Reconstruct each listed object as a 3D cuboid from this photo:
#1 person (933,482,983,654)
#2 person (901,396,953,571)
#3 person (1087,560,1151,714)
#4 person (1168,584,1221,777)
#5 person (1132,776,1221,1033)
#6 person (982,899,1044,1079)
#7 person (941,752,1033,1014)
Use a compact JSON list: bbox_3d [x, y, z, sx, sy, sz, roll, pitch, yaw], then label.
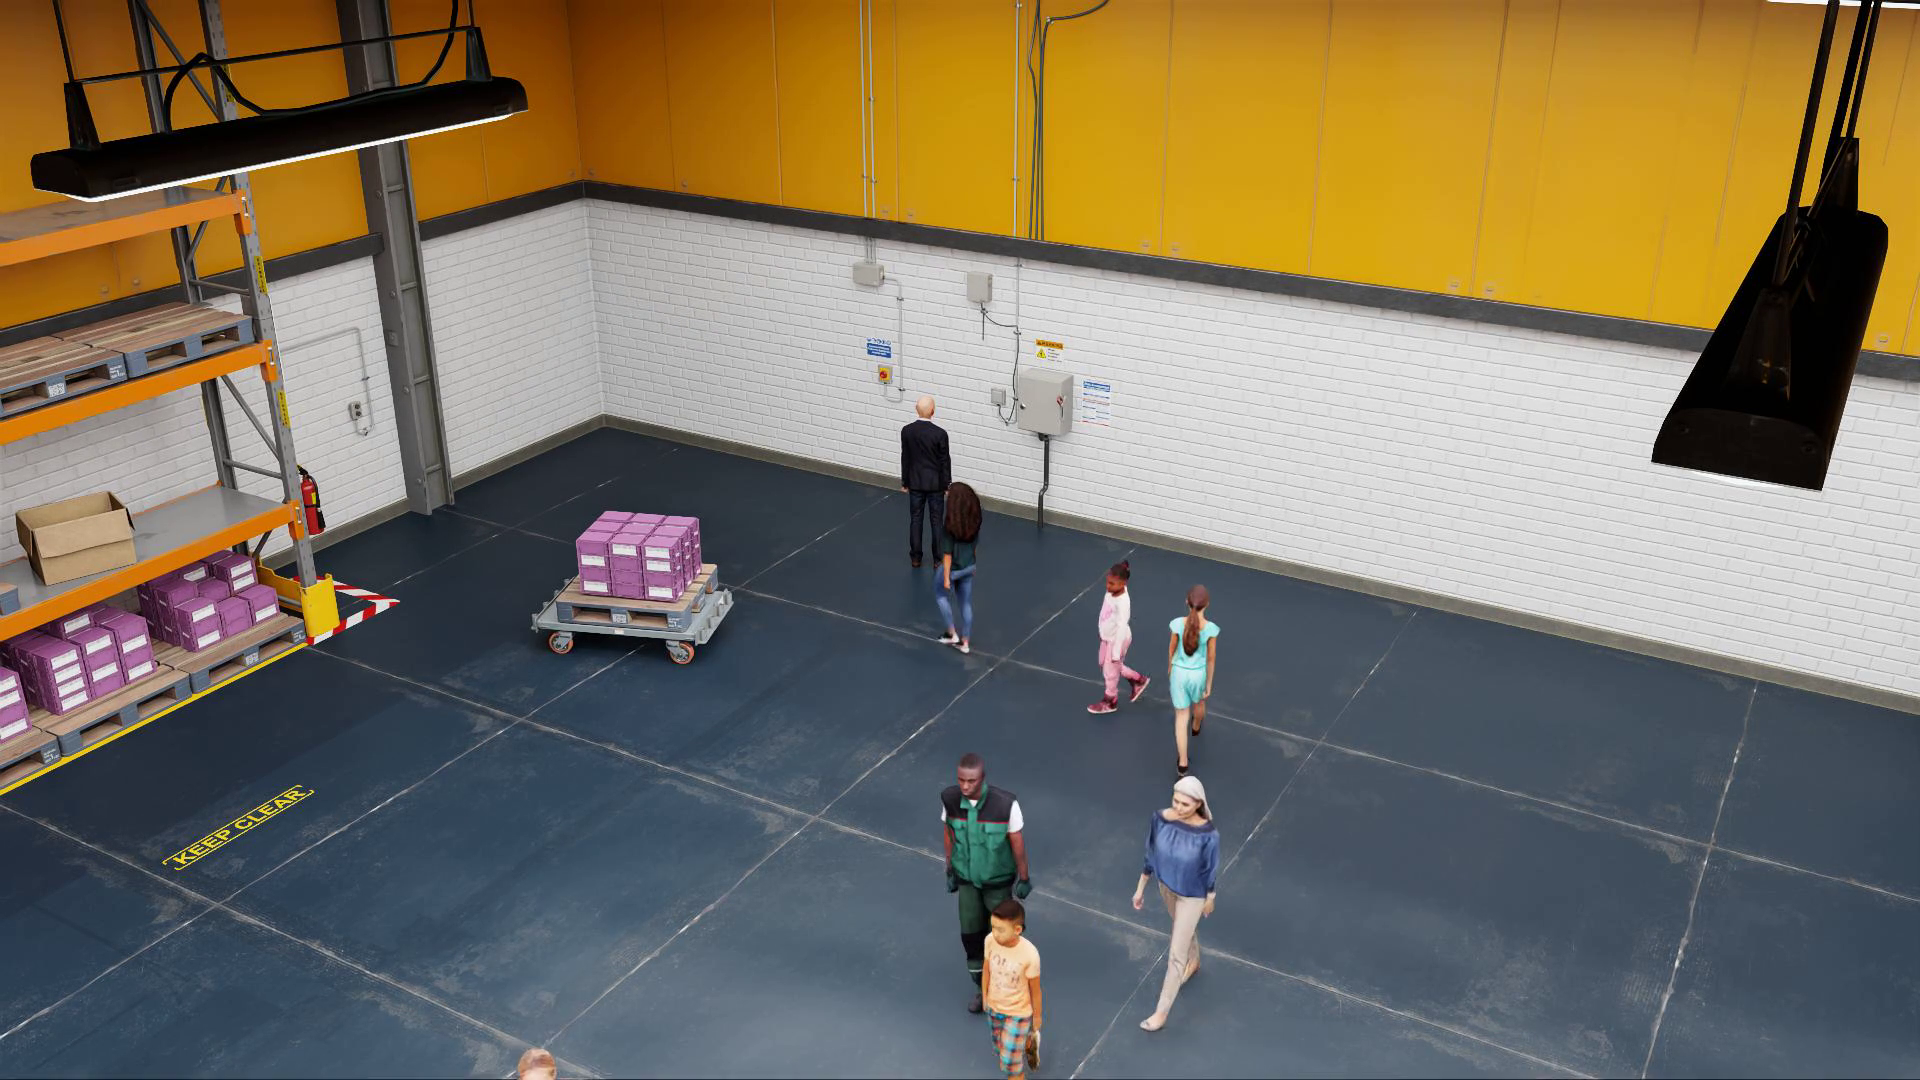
[{"bbox_3d":[0.031,0.276,14.845,0.687,1.605,0.765,-17,29,-34],"label":"person"},{"bbox_3d":[-0.334,-0.573,16.544,0.731,1.800,0.673,6,24,14],"label":"person"},{"bbox_3d":[1.359,0.797,13.863,0.872,1.437,0.827,-3,24,-8],"label":"person"},{"bbox_3d":[1.794,1.121,13.028,0.813,1.513,1.116,3,24,7],"label":"person"},{"bbox_3d":[1.433,2.179,10.438,0.768,1.648,1.159,20,30,38],"label":"person"},{"bbox_3d":[0.328,2.661,9.595,0.558,1.440,0.896,14,27,29],"label":"person"},{"bbox_3d":[0.184,2.077,10.461,0.815,1.817,0.975,7,25,16],"label":"person"}]
